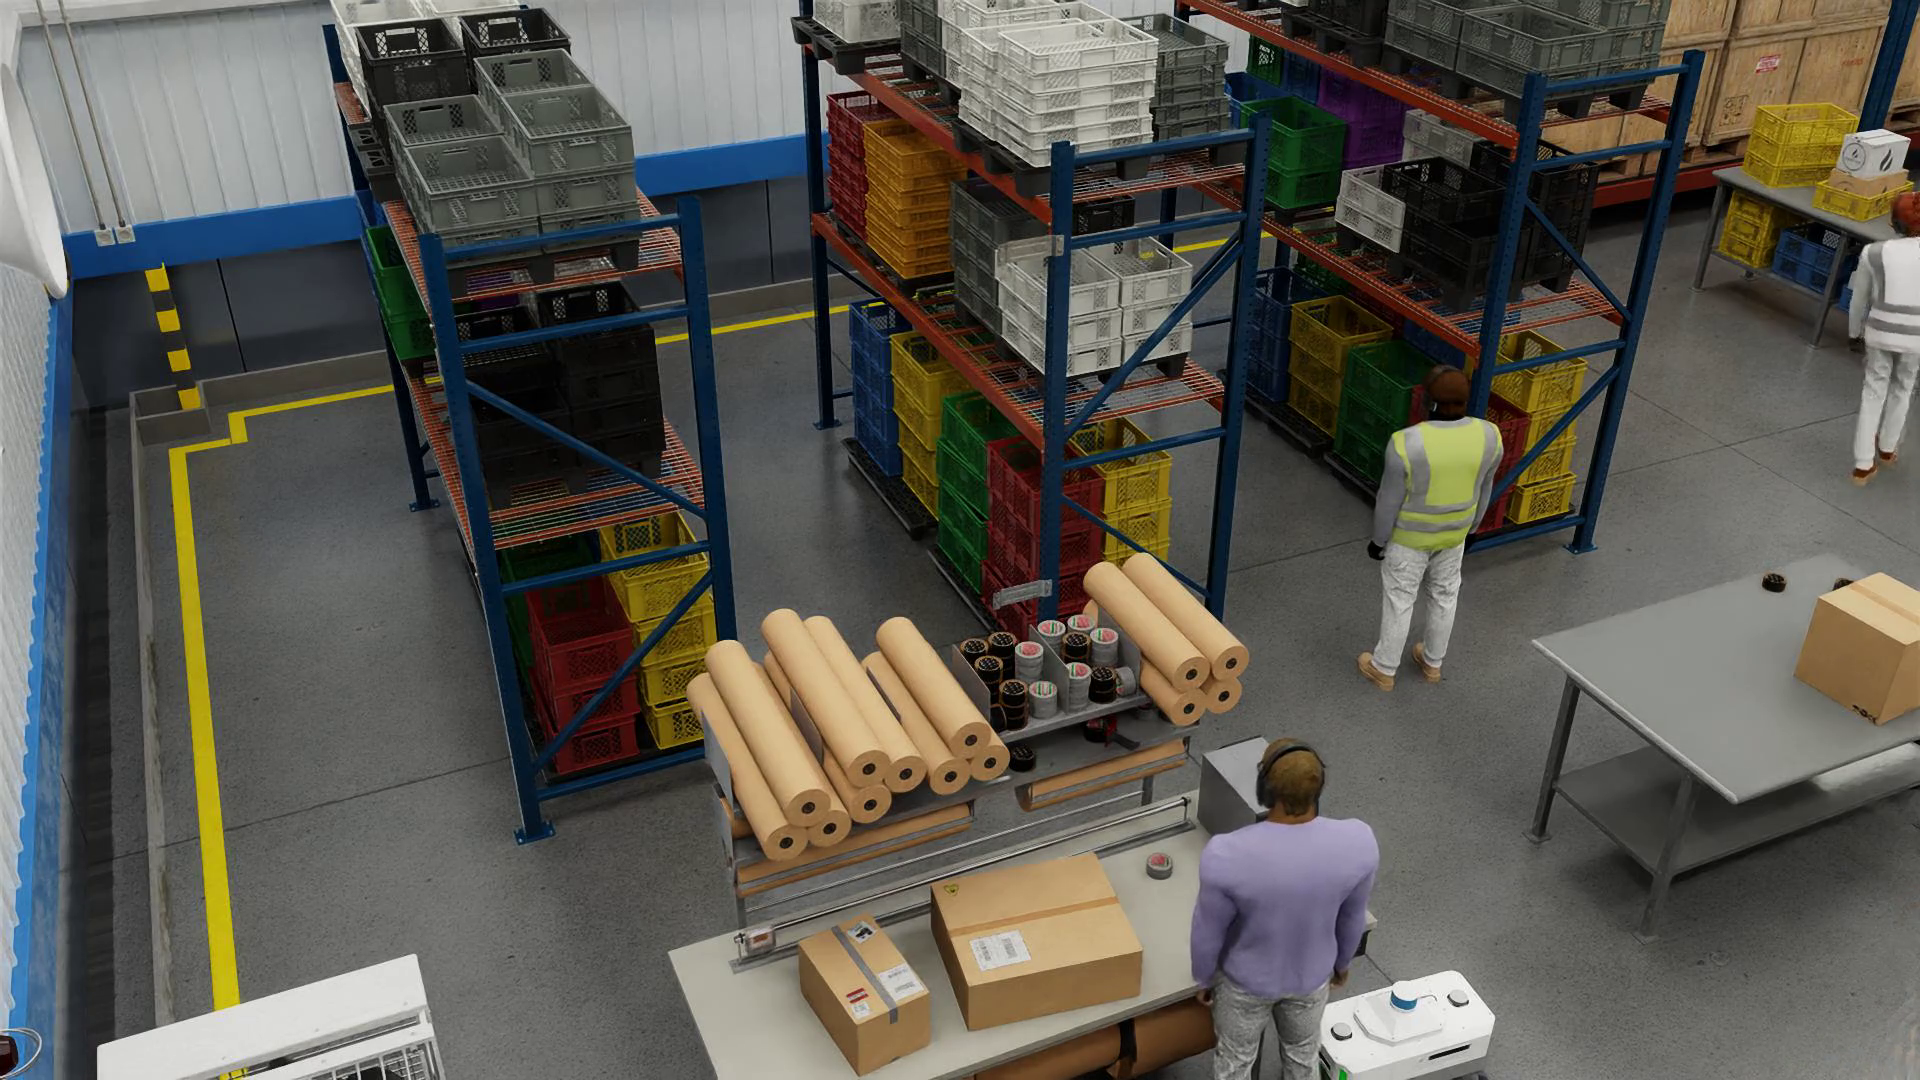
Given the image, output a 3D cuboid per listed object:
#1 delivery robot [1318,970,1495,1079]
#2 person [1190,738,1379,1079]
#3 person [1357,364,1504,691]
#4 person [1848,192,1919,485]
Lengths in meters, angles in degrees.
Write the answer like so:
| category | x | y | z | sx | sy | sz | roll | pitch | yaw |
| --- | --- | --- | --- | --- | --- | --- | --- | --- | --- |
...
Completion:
| category | x | y | z | sx | sy | sz | roll | pitch | yaw |
| --- | --- | --- | --- | --- | --- | --- | --- | --- | --- |
| delivery robot | 1.702 | 1.921 | 6.470 | 0.707 | 0.478 | 0.477 | -10 | 33 | -16 |
| person | 1.111 | 1.517 | 5.911 | 0.627 | 1.932 | 0.370 | -4 | 32 | -6 |
| person | 2.384 | -0.051 | 8.542 | 0.627 | 1.843 | 0.429 | -7 | 32 | -11 |
| person | 5.936 | -1.291 | 10.557 | 0.659 | 1.832 | 0.733 | 16 | 35 | 25 |
